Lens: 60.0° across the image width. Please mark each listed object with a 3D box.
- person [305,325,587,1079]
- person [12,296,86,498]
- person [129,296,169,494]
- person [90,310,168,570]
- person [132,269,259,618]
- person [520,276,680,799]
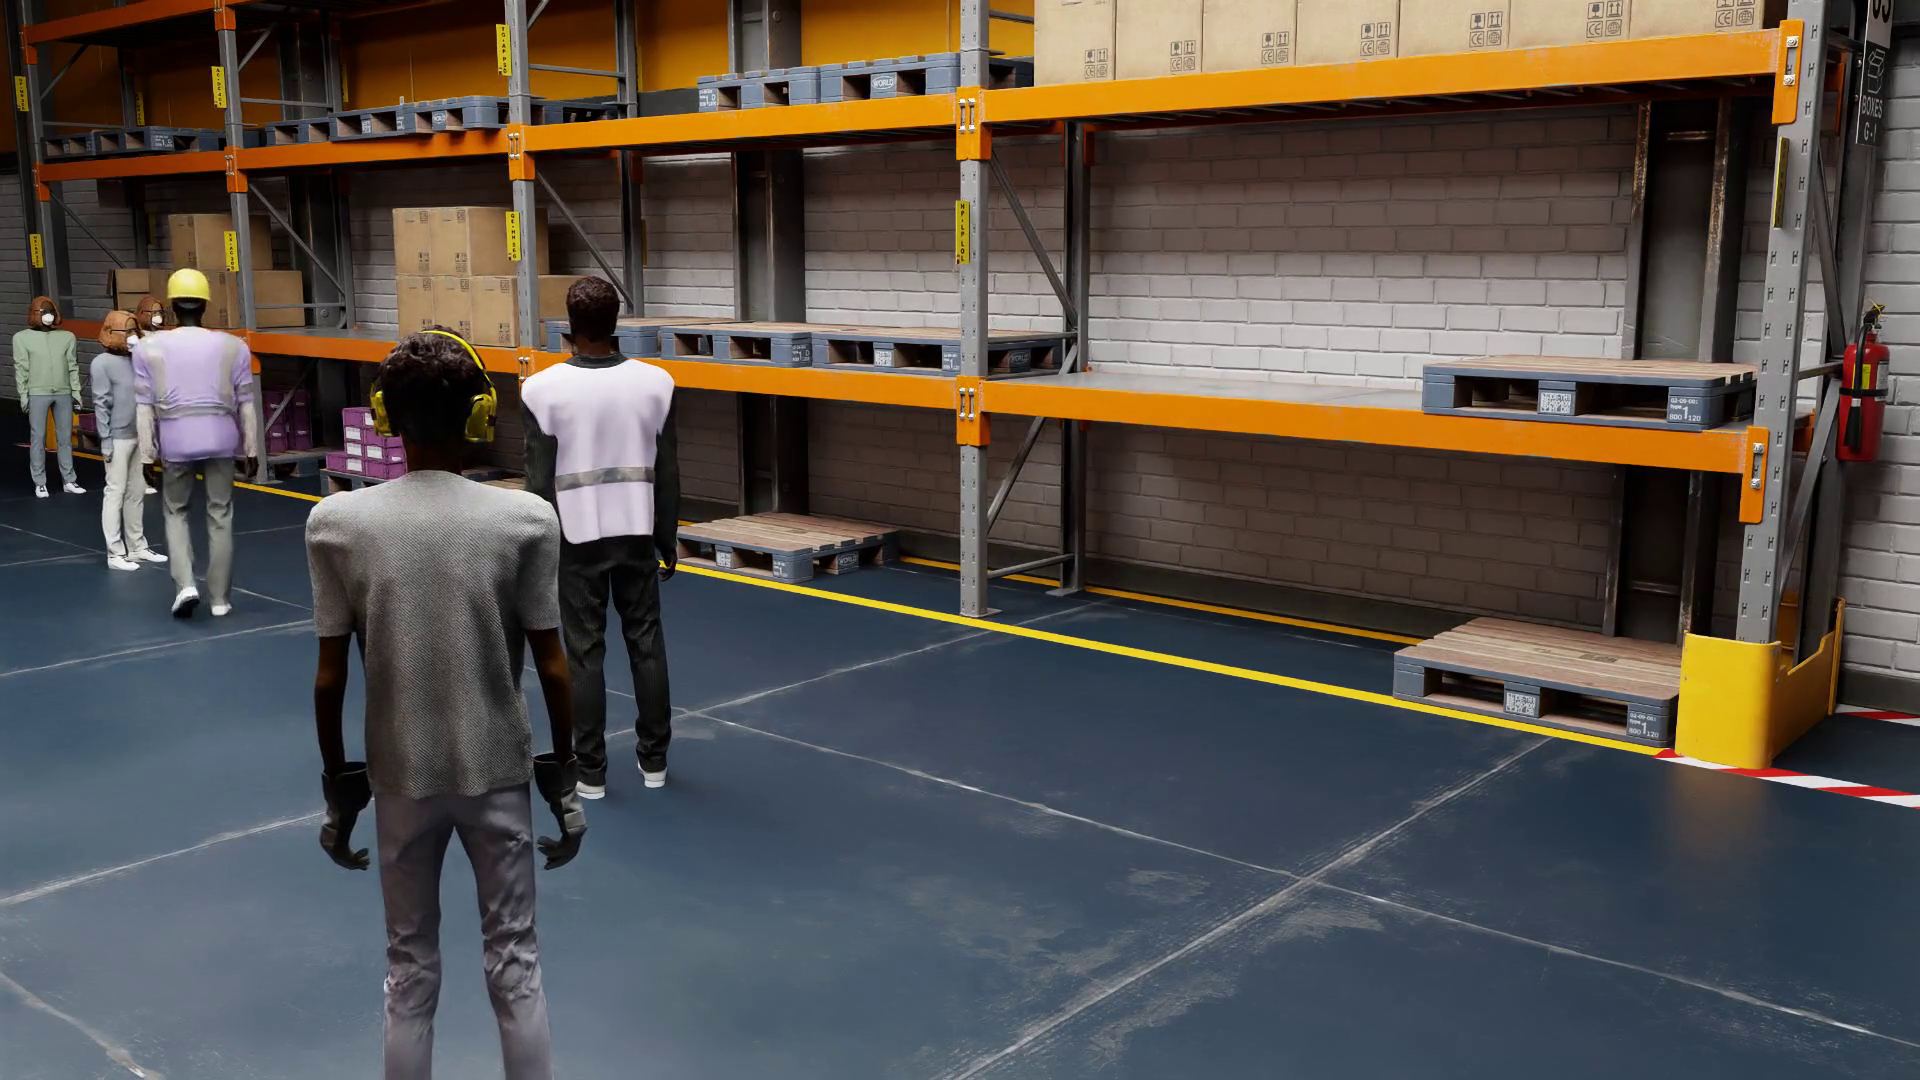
[{"bbox_3d":[-1.040,0.502,3.408,0.534,1.869,0.315,-2,10,-9],"label":"person"},{"bbox_3d":[-7.436,-1.171,13.596,0.282,1.636,0.500,8,13,38],"label":"person"},{"bbox_3d":[-6.674,-1.199,13.790,0.277,1.629,0.497,7,12,35],"label":"person"},{"bbox_3d":[-5.276,-0.634,10.548,0.274,1.632,0.503,2,10,10],"label":"person"},{"bbox_3d":[-4.143,-0.511,9.061,0.600,1.912,0.404,-5,11,-25],"label":"person"},{"bbox_3d":[-1.310,0.001,6.129,0.587,1.918,0.387,-6,11,-29],"label":"person"}]
